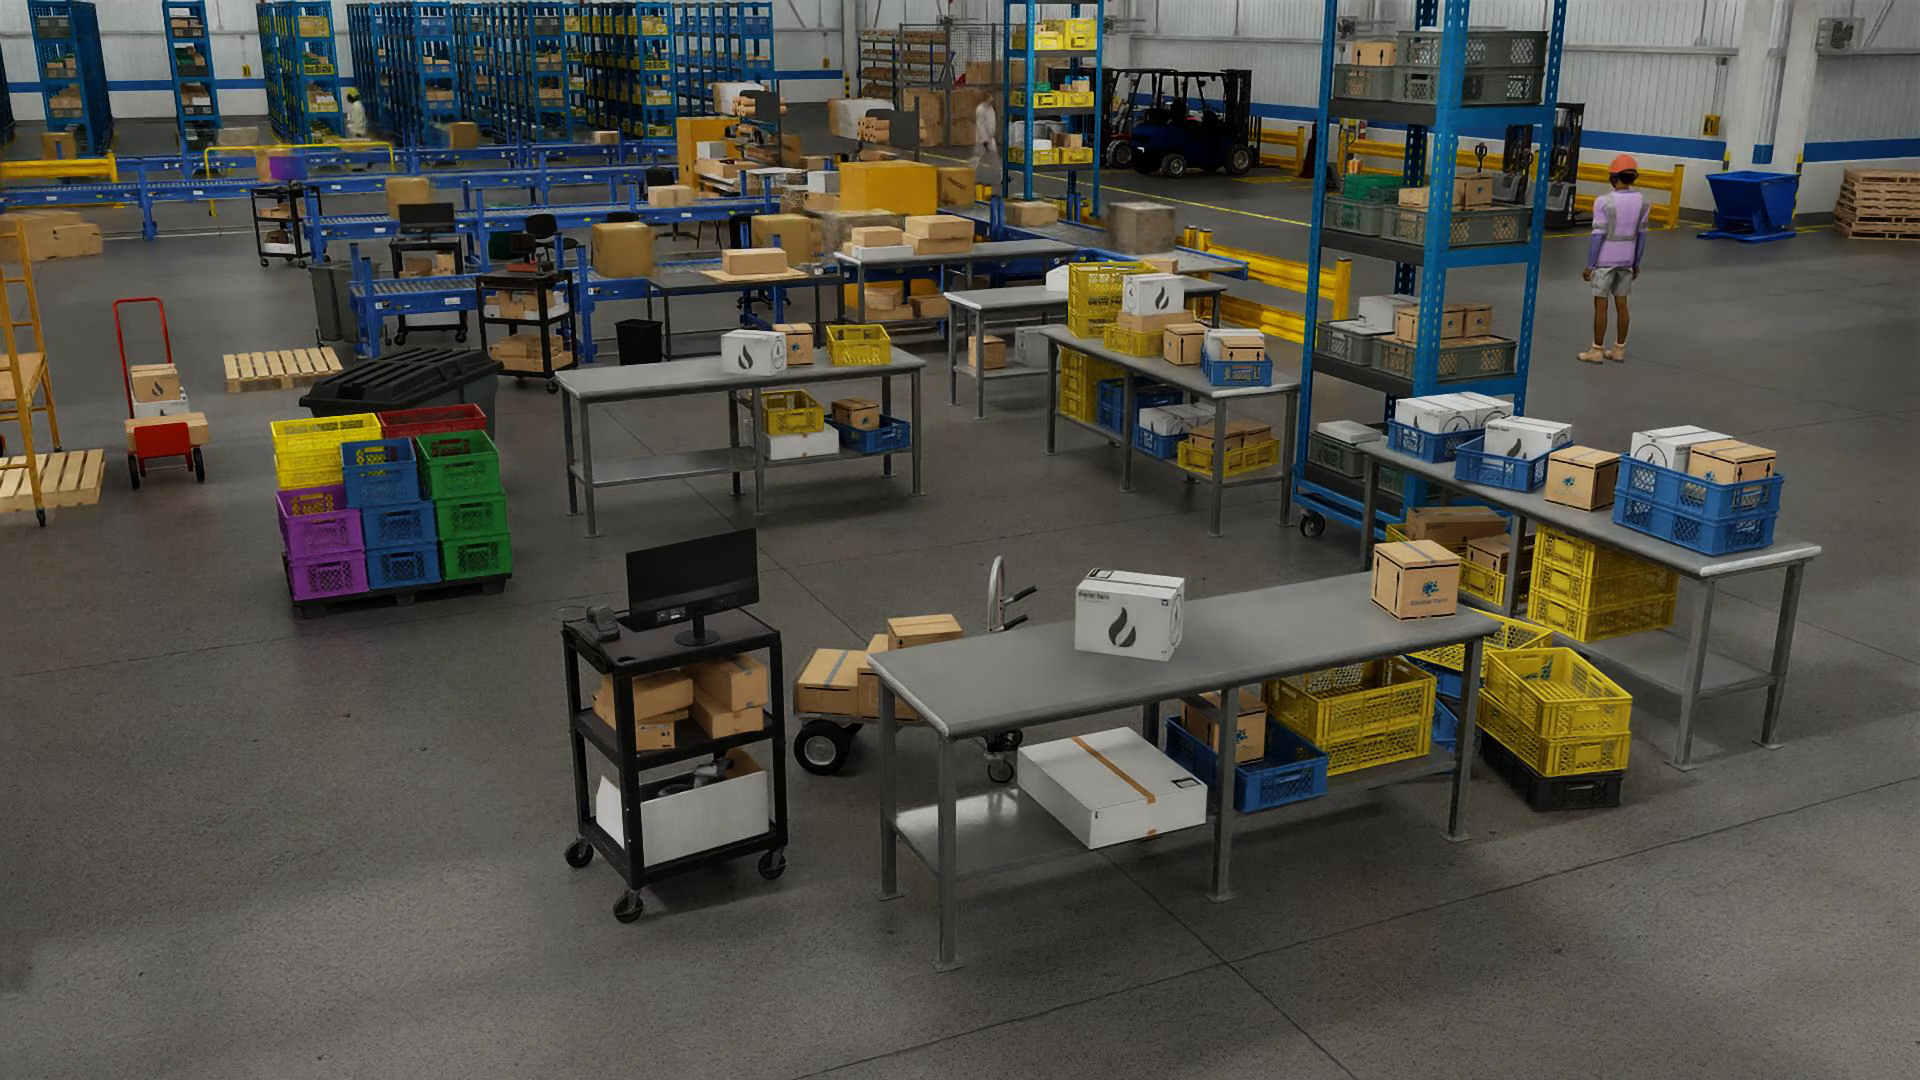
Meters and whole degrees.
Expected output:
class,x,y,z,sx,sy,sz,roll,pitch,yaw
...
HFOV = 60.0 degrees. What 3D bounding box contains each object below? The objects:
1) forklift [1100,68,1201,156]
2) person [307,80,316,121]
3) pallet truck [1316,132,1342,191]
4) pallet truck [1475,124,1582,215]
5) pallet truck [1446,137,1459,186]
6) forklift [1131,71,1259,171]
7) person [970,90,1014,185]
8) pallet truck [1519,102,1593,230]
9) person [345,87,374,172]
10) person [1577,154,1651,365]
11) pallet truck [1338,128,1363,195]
class,x,y,z,sx,sy,sz,roll,pitch,yaw
forklift,4.082,-9.564,37.410,2.680,1.987,1.157,-8,19,-23
person,-20.187,-13.778,51.430,0.564,1.837,0.388,-6,19,-19
pallet truck,7.723,-7.504,32.656,1.601,1.201,0.680,-8,19,-23
pallet truck,9.707,-6.455,28.103,1.885,1.965,0.823,-7,19,-20
pallet truck,9.184,-6.485,29.328,1.630,1.274,0.653,-8,19,-23
forklift,4.998,-8.936,35.413,2.680,1.987,1.157,-9,20,-25
person,0.588,-8.055,33.372,0.978,1.853,0.668,8,19,24
pallet truck,9.972,-6.037,26.785,1.885,1.965,0.823,-9,20,-25
person,-13.049,-8.875,36.018,0.445,1.813,0.610,-6,19,-19
person,6.415,-2.751,16.359,0.616,2.041,0.379,-5,18,-15
pallet truck,7.845,-7.140,31.411,1.522,1.261,0.704,-9,20,-25
